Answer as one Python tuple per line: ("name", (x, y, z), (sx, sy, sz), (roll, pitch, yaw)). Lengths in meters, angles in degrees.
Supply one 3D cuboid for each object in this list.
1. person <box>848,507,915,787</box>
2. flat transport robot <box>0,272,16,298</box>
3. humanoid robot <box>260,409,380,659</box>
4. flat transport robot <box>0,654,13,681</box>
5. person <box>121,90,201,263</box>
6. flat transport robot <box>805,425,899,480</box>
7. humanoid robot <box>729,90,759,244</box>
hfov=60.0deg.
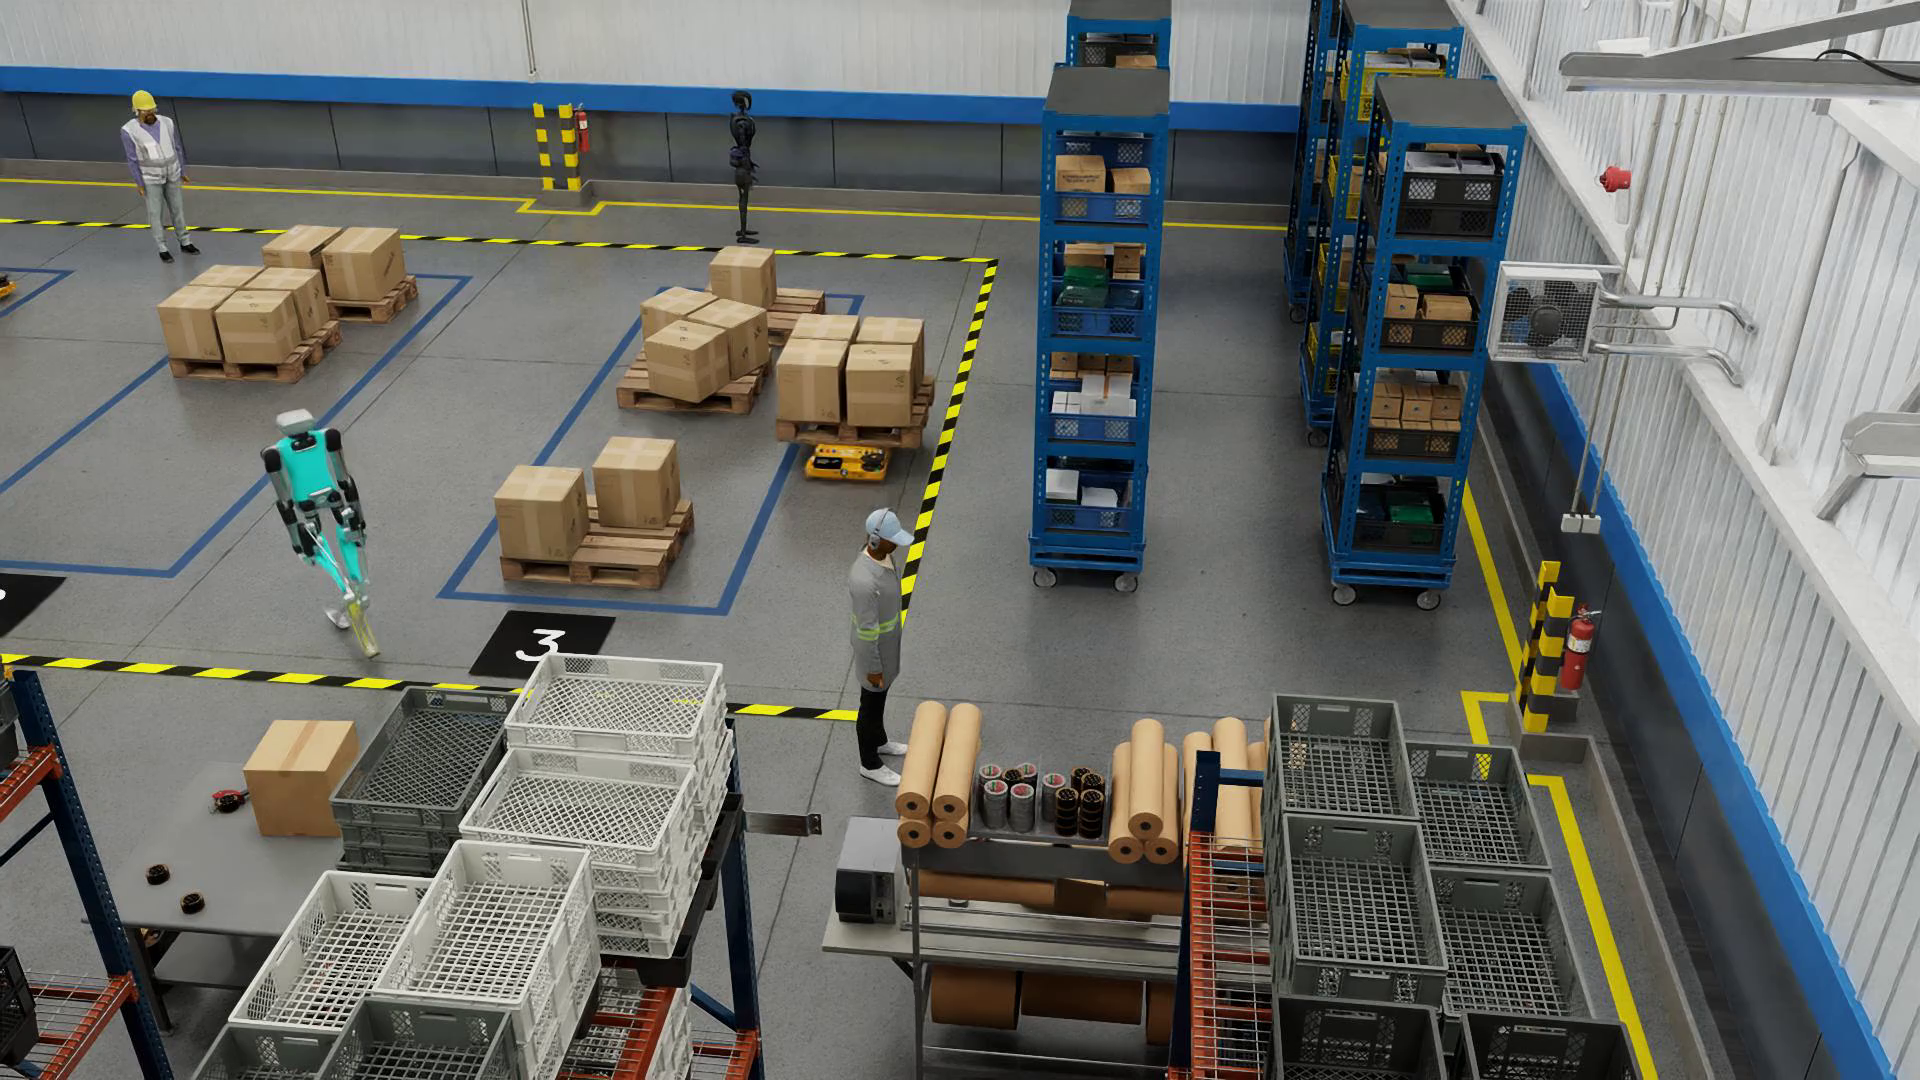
("person", (-0.458, 0.625, 10.031), (0.396, 1.847, 0.588), (5, 31, 8))
("flat transport robot", (-10.581, -2.581, 17.078), (1.431, 0.197, 0.652), (3, 30, 6))
("humanoid robot", (-4.150, 0.046, 11.193), (0.535, 1.750, 1.054), (-25, 38, -36))
("flat transport robot", (-7.142, 0.969, 11.010), (1.431, 0.231, 0.659), (3, 30, 6))
("person", (-8.566, -3.907, 17.833), (0.404, 1.828, 0.590), (23, 37, 33))
("flat transport robot", (-0.874, -0.943, 14.265), (0.652, 0.197, 1.431), (3, 30, 6))
("humanoid robot", (-2.377, -4.136, 18.363), (0.315, 1.657, 0.599), (-2, 30, -4))
